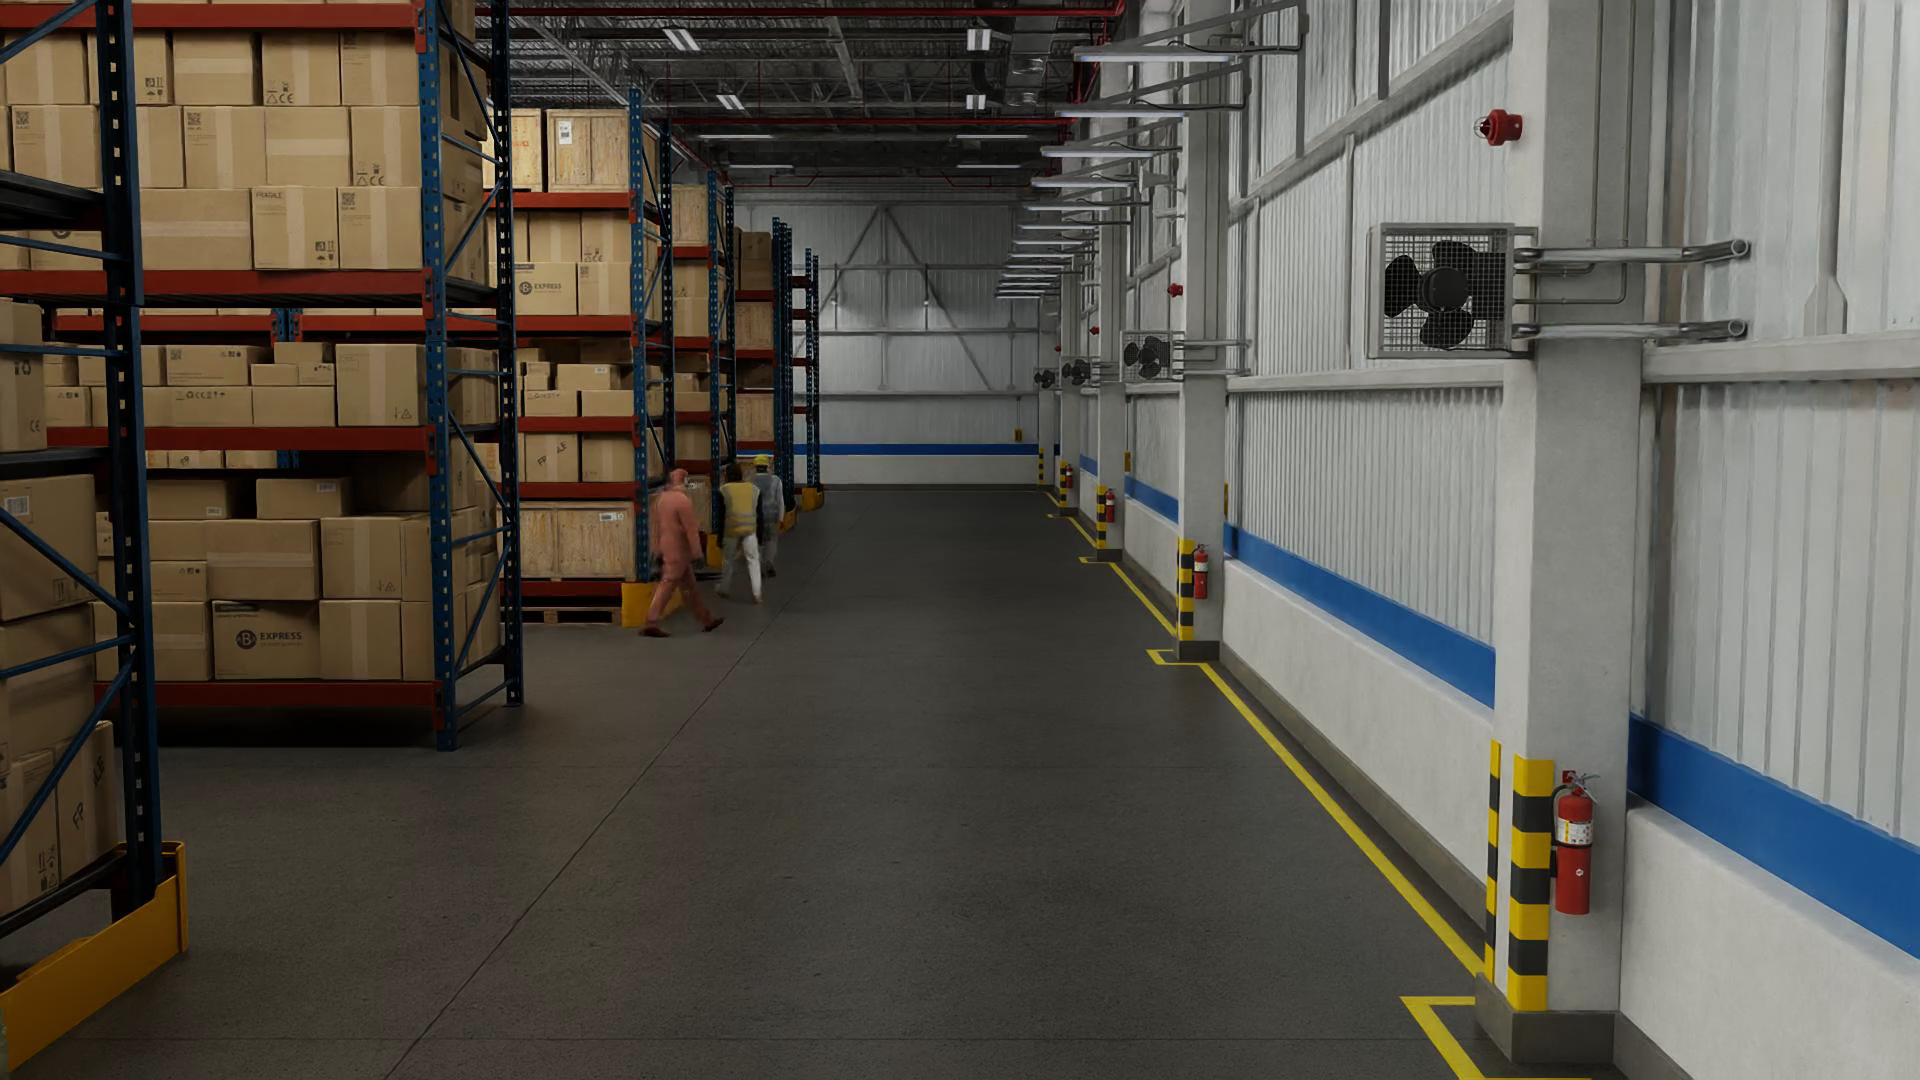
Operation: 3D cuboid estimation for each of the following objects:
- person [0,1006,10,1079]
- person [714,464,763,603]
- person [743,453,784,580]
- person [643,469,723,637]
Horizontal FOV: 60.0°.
[{"bbox_3d":[-3.114,1.344,5.008,0.489,1.714,0.619,3,6,30],"label":"person"},{"bbox_3d":[-2.840,-0.084,21.337,0.659,1.766,1.060,-2,5,-25],"label":"person"},{"bbox_3d":[-2.831,-0.339,23.966,0.620,1.815,0.610,0,5,-1],"label":"person"},{"bbox_3d":[-3.075,0.141,18.310,1.013,1.833,0.716,-3,6,-32],"label":"person"}]
